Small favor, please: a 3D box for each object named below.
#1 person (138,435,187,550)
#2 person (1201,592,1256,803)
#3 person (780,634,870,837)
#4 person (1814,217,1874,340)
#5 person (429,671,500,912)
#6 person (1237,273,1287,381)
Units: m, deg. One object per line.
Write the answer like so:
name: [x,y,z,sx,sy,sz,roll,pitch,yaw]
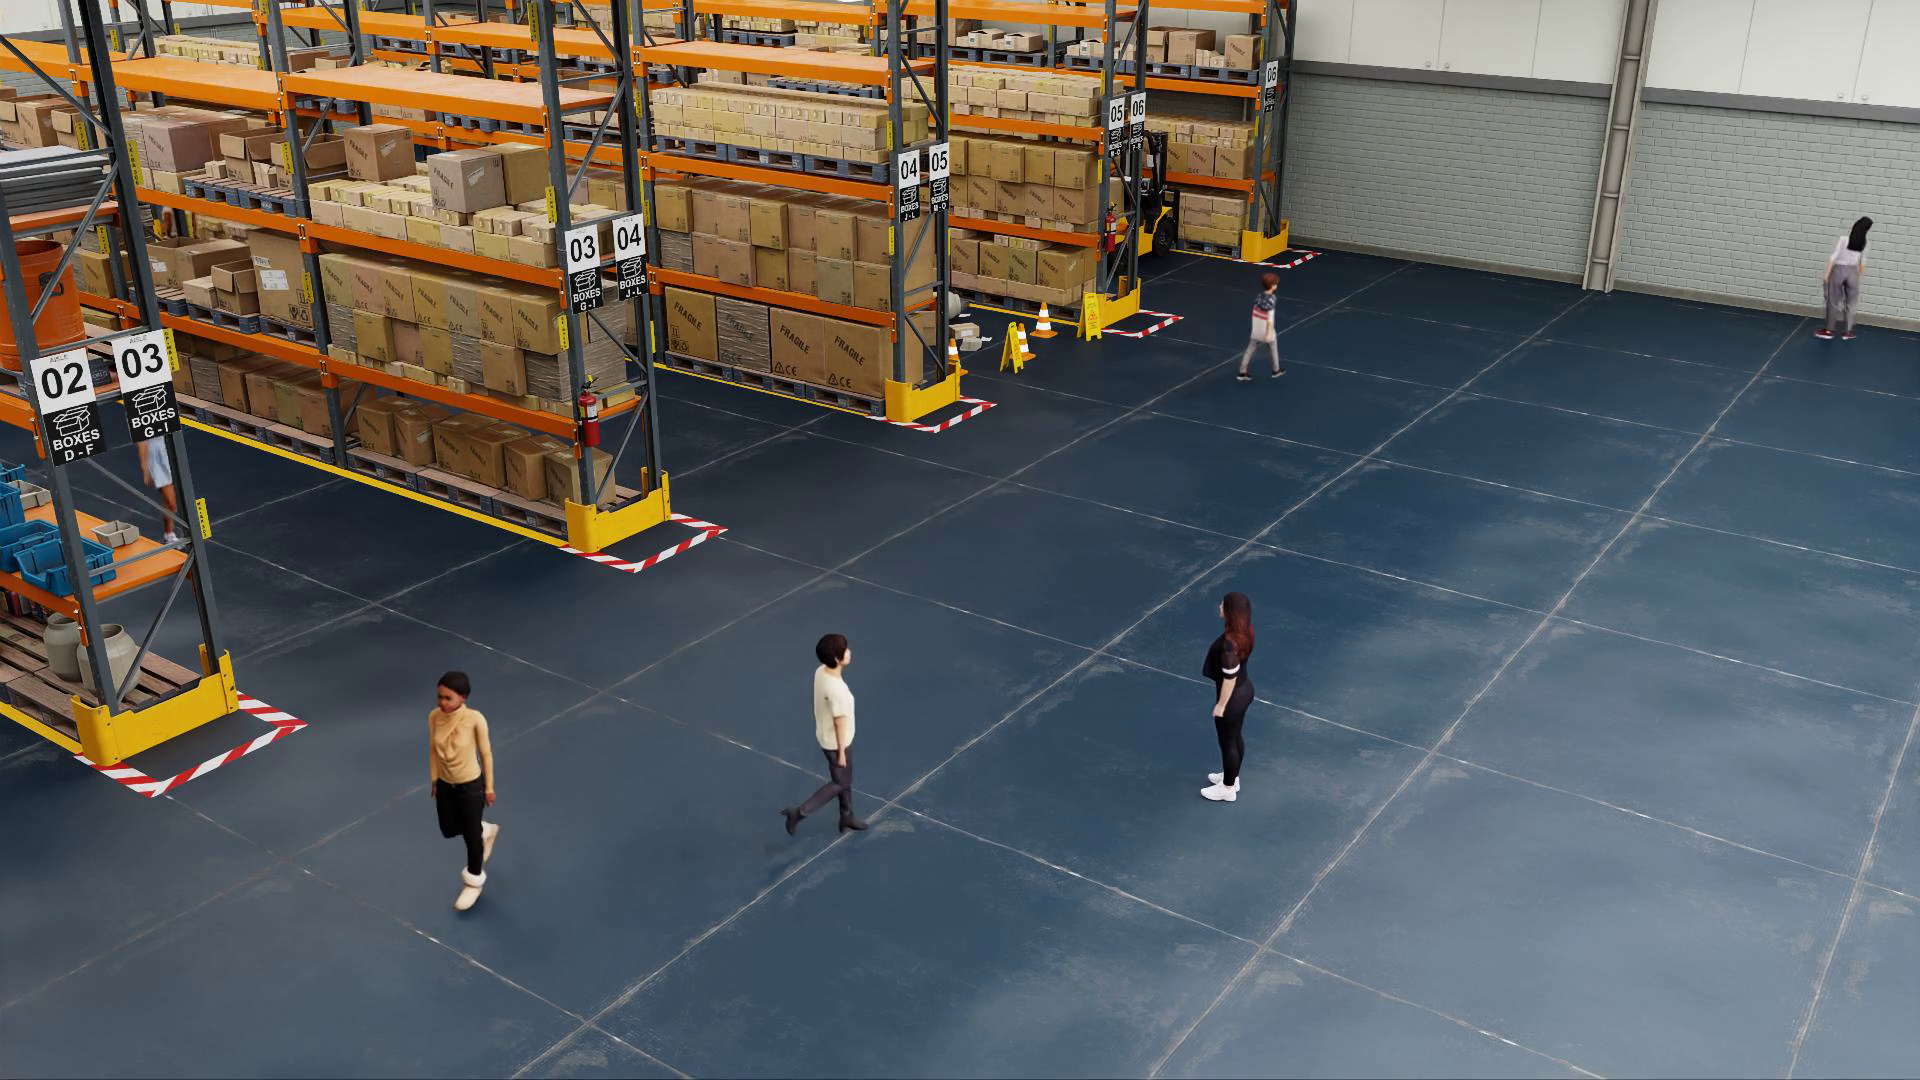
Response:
person: [-7.873,-0.724,16.285,0.658,1.717,0.666,9,25,20]
person: [1.967,1.125,12.037,0.635,1.639,0.647,10,25,22]
person: [-0.926,1.396,11.482,0.937,1.573,0.925,-8,24,-19]
person: [12.288,-3.651,23.173,0.715,1.713,0.870,-2,23,-4]
person: [-3.248,1.577,10.960,0.888,1.649,0.826,6,24,14]
person: [3.834,-2.699,21.334,0.774,1.400,0.981,-16,28,-33]
